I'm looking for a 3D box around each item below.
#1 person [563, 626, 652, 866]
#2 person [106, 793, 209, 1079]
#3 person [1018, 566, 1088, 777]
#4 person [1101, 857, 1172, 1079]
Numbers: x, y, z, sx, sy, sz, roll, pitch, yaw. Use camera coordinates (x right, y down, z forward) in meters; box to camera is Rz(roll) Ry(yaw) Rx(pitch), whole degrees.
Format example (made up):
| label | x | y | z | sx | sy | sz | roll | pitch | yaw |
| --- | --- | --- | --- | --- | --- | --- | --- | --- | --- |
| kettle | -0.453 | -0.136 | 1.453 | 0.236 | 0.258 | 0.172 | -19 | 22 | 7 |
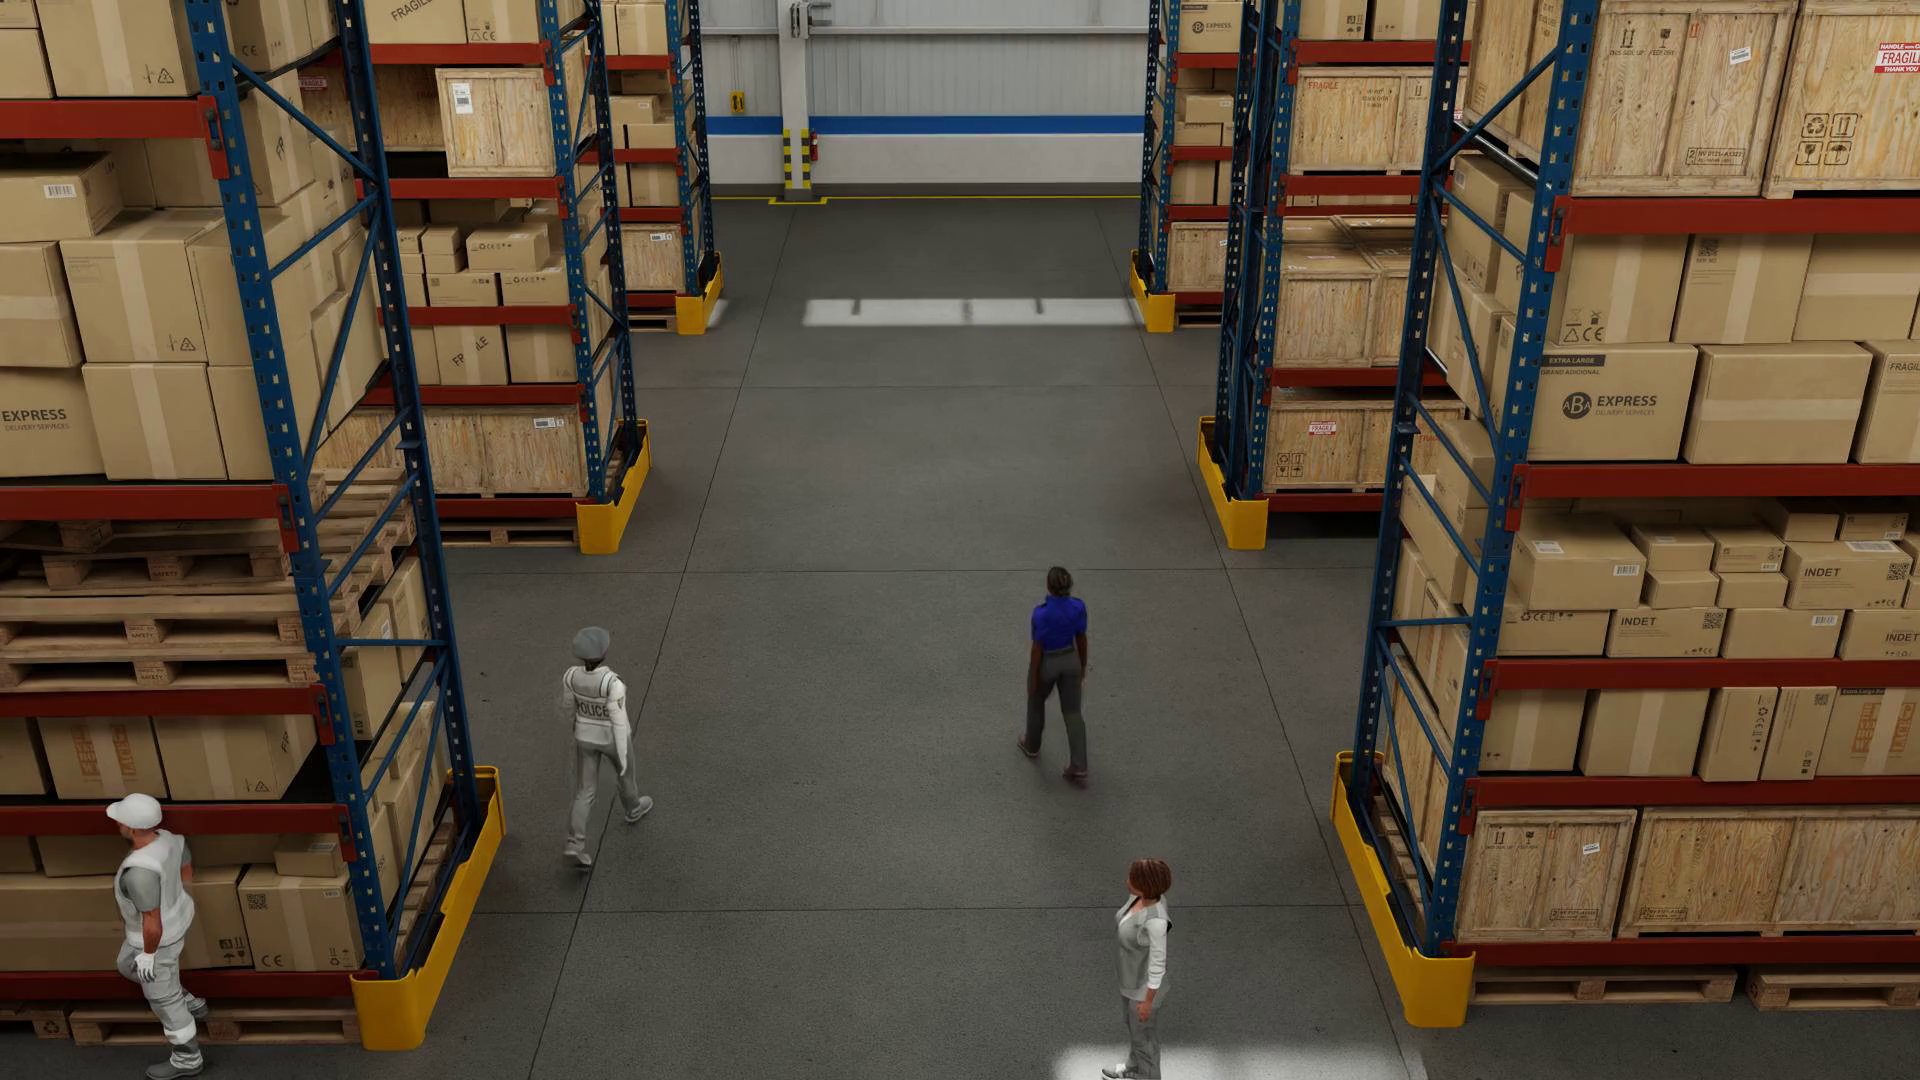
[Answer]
| label | x | y | z | sx | sy | sz | roll | pitch | yaw |
| --- | --- | --- | --- | --- | --- | --- | --- | --- | --- |
| person | -2.424 | 1.322 | 11.156 | 0.488 | 1.652 | 0.979 | 5 | 26 | 10 |
| person | -4.501 | 2.170 | 9.207 | 0.507 | 1.793 | 0.541 | -1 | 25 | -3 |
| person | 0.694 | 0.916 | 12.068 | 0.449 | 1.657 | 0.769 | -9 | 26 | -18 |
| person | 0.969 | 2.385 | 8.970 | 0.313 | 1.604 | 0.408 | -2 | 25 | -5 |
